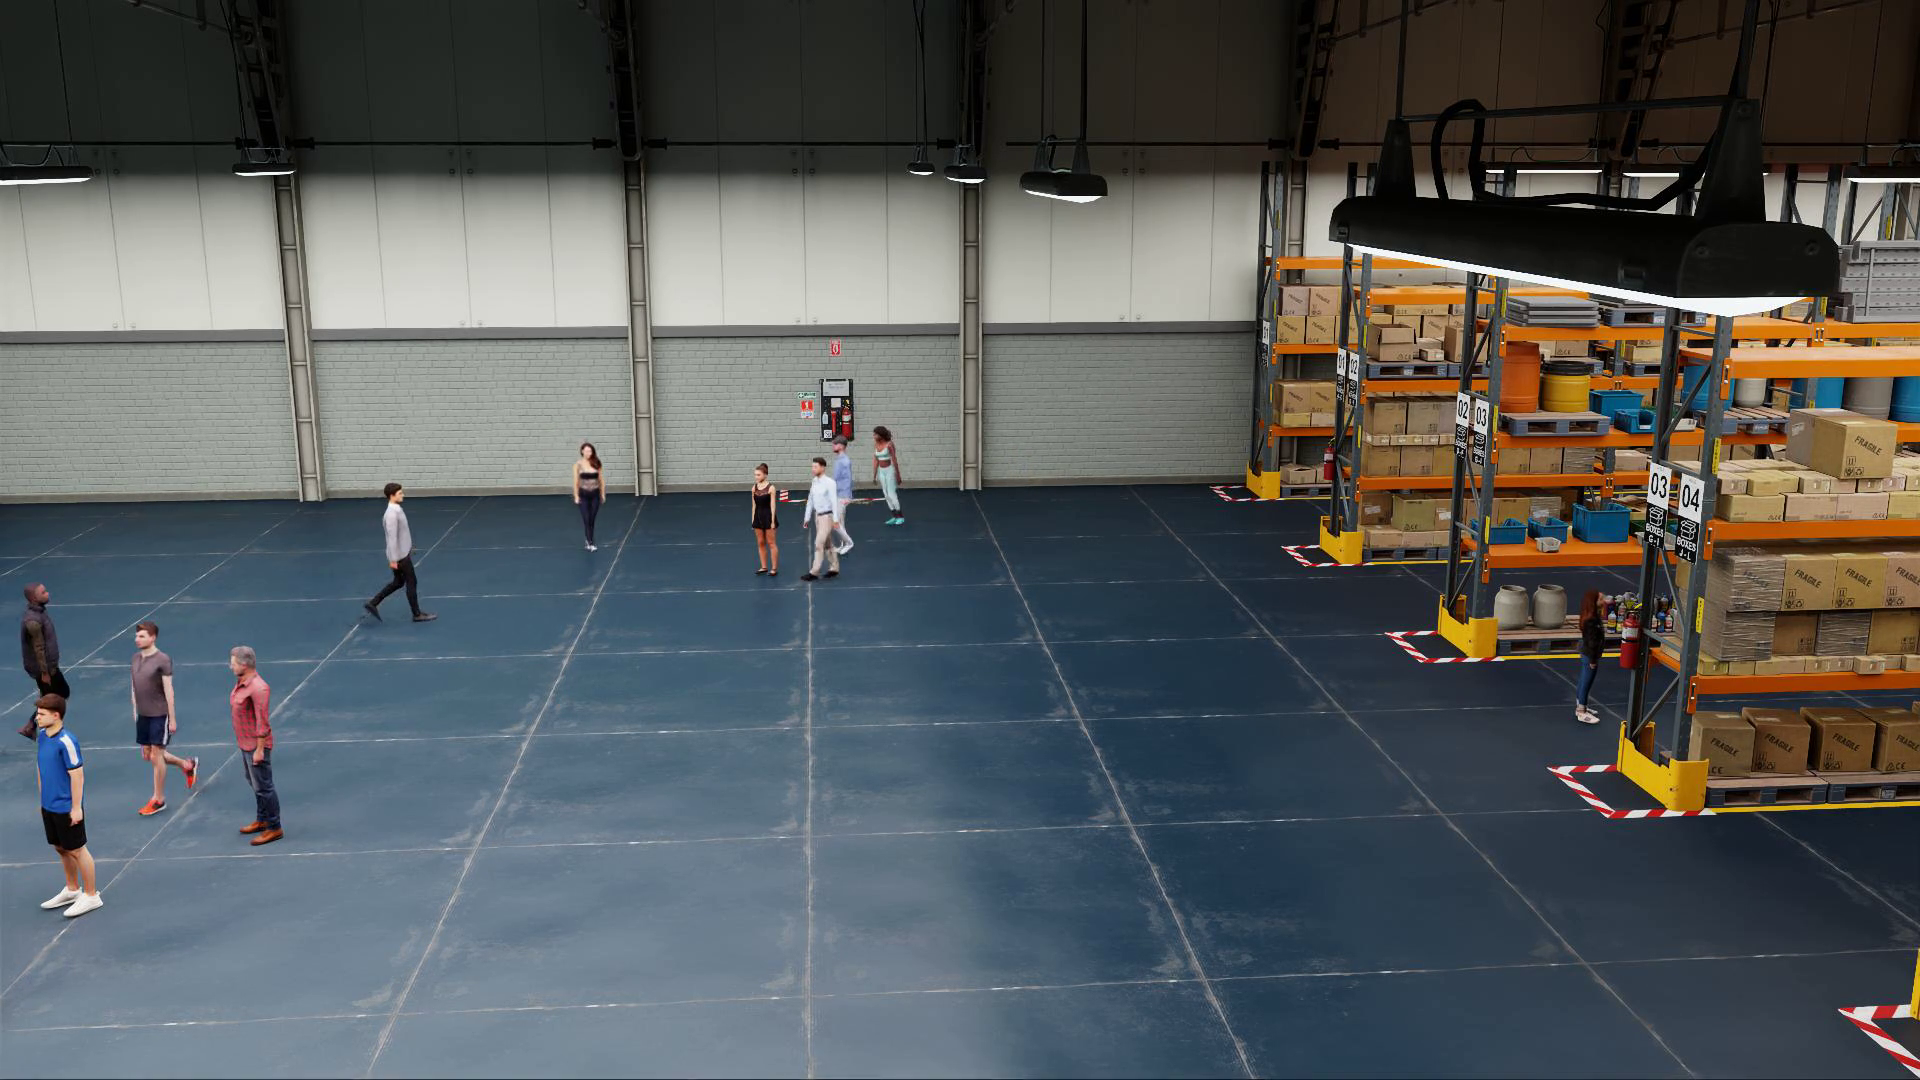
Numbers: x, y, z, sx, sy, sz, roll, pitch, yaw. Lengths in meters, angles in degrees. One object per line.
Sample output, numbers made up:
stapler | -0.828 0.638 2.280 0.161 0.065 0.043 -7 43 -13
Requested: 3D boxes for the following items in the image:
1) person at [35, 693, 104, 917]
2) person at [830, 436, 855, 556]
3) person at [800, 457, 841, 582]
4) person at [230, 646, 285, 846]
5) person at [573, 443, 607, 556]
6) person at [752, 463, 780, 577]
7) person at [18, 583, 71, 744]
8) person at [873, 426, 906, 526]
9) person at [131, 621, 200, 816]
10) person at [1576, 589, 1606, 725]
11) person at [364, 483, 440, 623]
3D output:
person | -7.350 2.148 13.643 0.715 1.866 0.810 8 15 30
person | -1.768 -0.698 25.912 0.673 1.876 0.699 -3 13 -14
person | -1.925 -0.311 24.366 1.121 1.819 0.989 -11 17 -40
person | -6.395 1.829 15.101 0.756 1.830 0.763 -10 16 -36
person | -5.822 -0.642 26.015 1.182 1.721 0.964 -7 15 -26
person | -2.883 -0.310 24.668 0.672 1.682 0.758 7 15 27
person | -9.580 1.333 17.242 0.900 1.830 0.839 -6 14 -23
person | -1.155 -1.069 27.926 0.782 1.690 0.834 8 15 30
person | -7.596 1.657 15.834 1.038 1.834 0.992 5 14 21
person | 6.945 1.258 18.342 0.616 1.481 0.624 3 13 15
person | -7.526 0.182 22.034 1.242 1.911 0.894 -4 14 -16
